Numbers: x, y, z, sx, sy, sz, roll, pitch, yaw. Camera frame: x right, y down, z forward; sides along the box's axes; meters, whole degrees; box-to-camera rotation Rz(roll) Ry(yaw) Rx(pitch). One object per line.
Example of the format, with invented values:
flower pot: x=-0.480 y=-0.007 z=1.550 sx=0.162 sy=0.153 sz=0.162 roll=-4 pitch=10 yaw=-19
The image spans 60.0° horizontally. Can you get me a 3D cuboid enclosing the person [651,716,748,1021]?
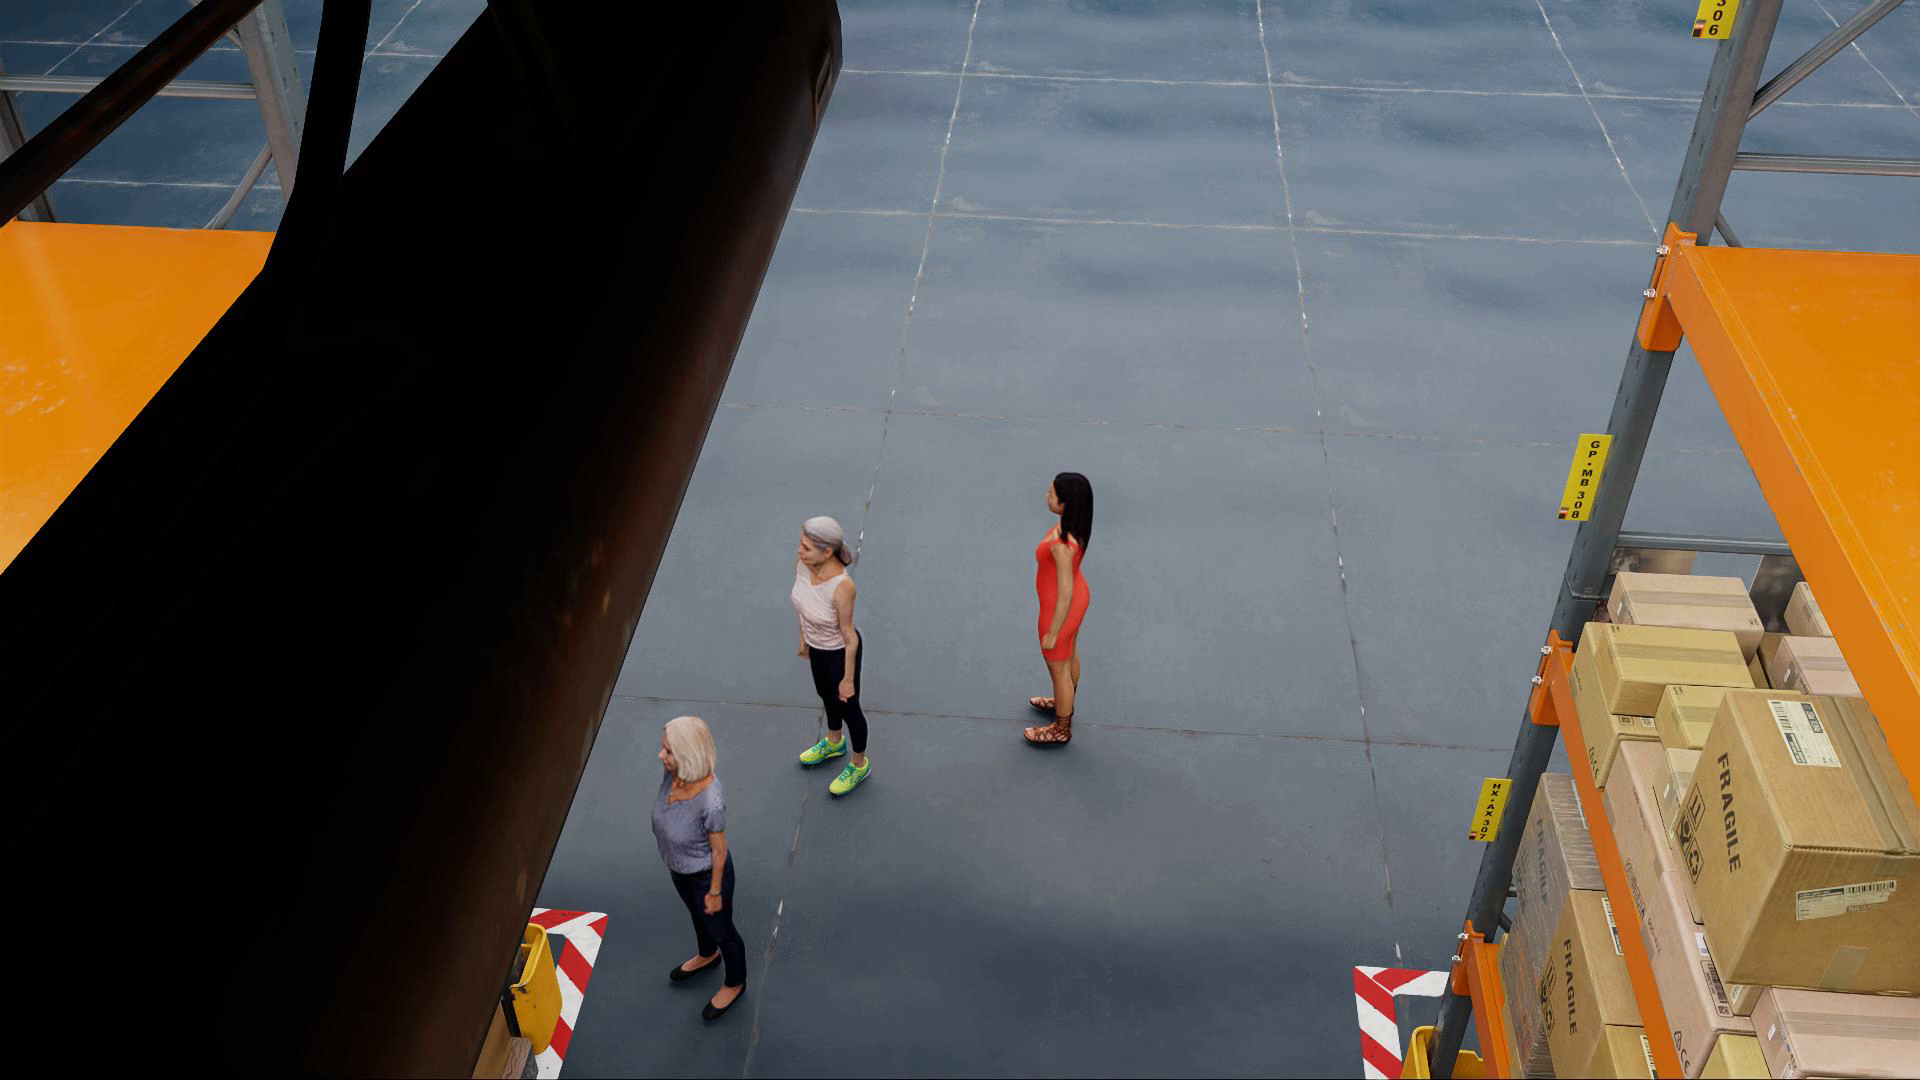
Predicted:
person: x=-1.138 y=1.412 z=7.295 sx=0.709 sy=1.723 sz=0.643 roll=-26 pitch=45 yaw=-29

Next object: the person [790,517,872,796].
person: x=-0.637 y=0.564 z=8.396 sx=0.747 sy=1.700 sz=0.677 roll=-25 pitch=44 yaw=-28

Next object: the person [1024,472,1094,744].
person: x=0.538 y=0.355 z=8.648 sx=0.665 sy=1.719 sz=0.496 roll=7 pitch=39 yaw=9
